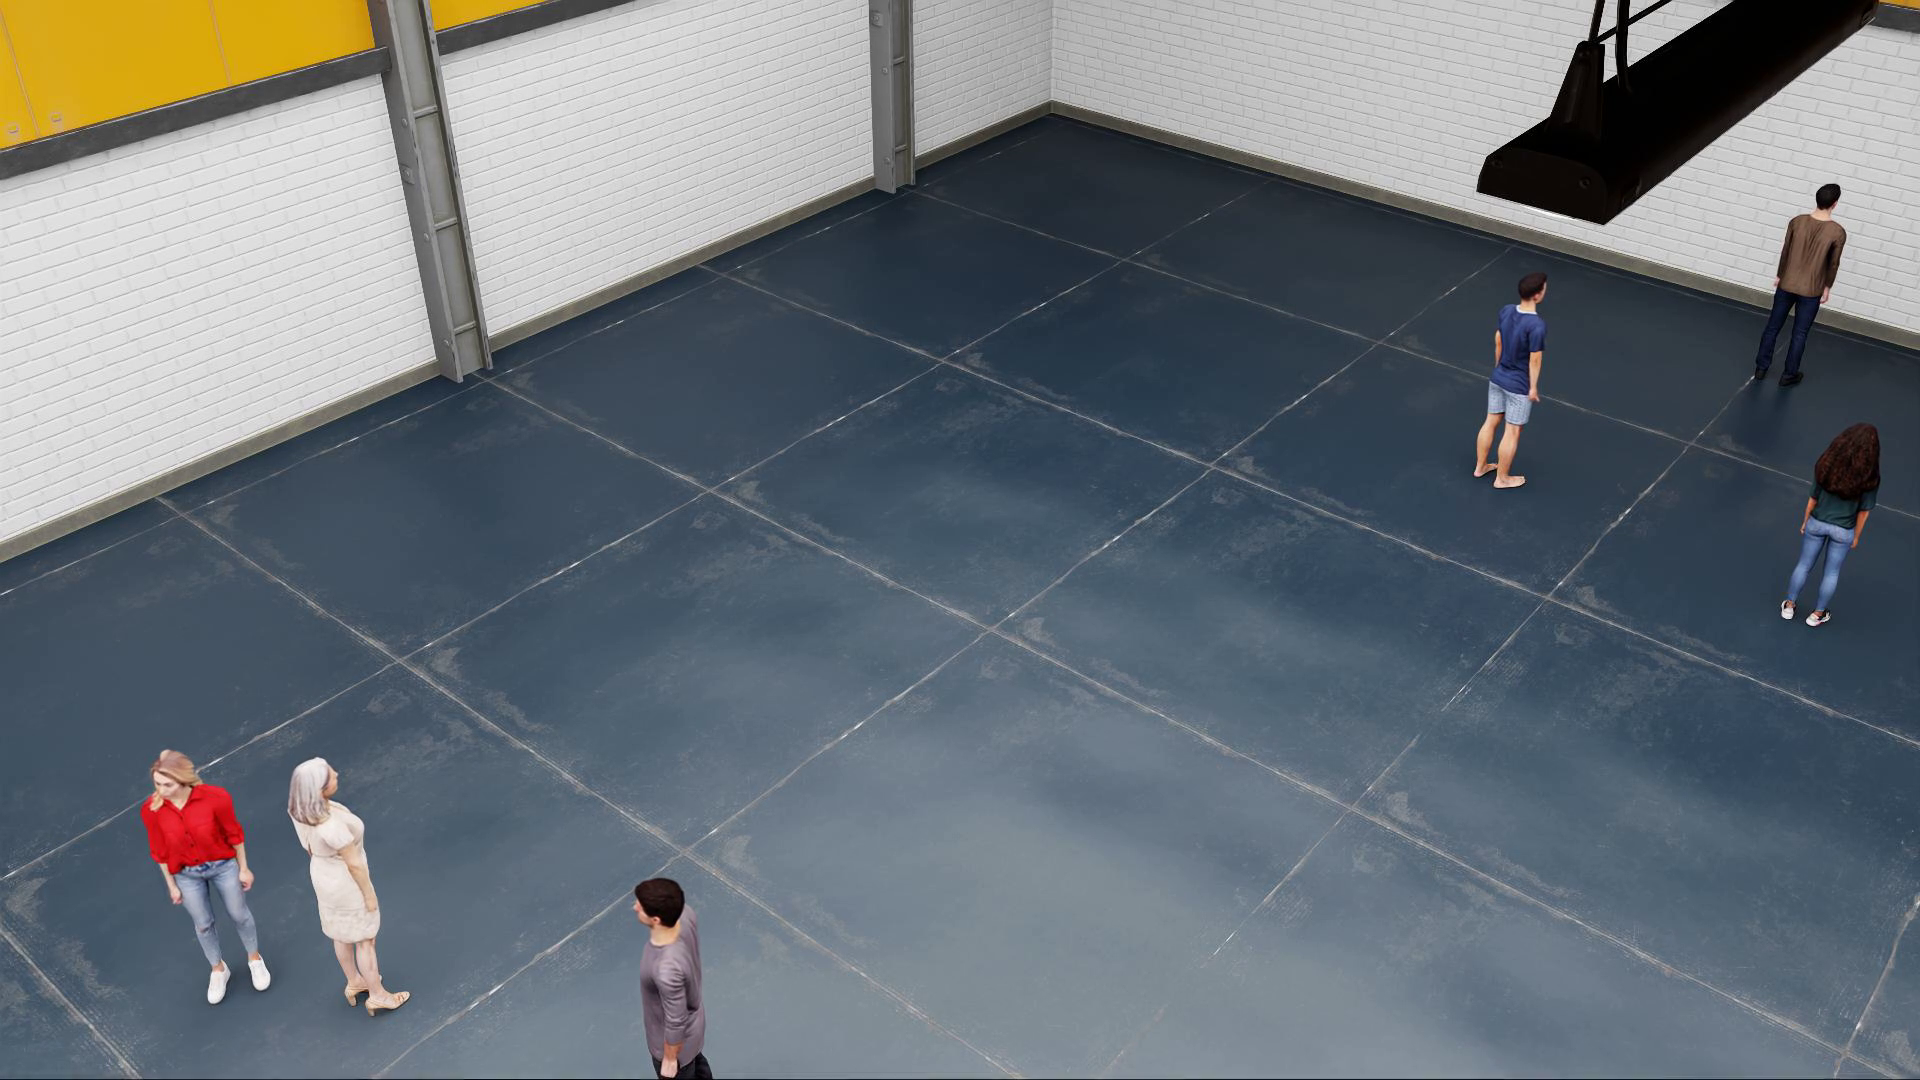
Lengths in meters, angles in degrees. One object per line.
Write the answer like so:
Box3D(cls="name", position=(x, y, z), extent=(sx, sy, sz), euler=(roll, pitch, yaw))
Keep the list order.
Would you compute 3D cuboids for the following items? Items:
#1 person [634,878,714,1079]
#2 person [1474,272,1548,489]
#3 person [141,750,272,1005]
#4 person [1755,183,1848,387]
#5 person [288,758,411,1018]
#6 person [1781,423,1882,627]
Box3D(cls="person", position=(-1.357, 2.315, 7.998), extent=(0.797, 1.854, 0.724), euler=(-1, 34, -2))
Box3D(cls="person", position=(4.463, -1.291, 13.426), extent=(0.684, 1.850, 0.699), euler=(-16, 37, -23))
Box3D(cls="person", position=(-4.049, 1.774, 8.945), extent=(0.624, 1.707, 0.746), euler=(-11, 35, -16))
Box3D(cls="person", position=(7.535, -2.290, 14.896), extent=(0.647, 1.887, 0.549), euler=(26, 42, 34))
Box3D(cls="person", position=(-3.266, 1.846, 8.809), extent=(0.609, 1.736, 0.560), euler=(21, 39, 28))
Box3D(cls="person", position=(6.220, -0.111, 11.862), extent=(0.595, 1.617, 0.588), euler=(23, 40, 31))
